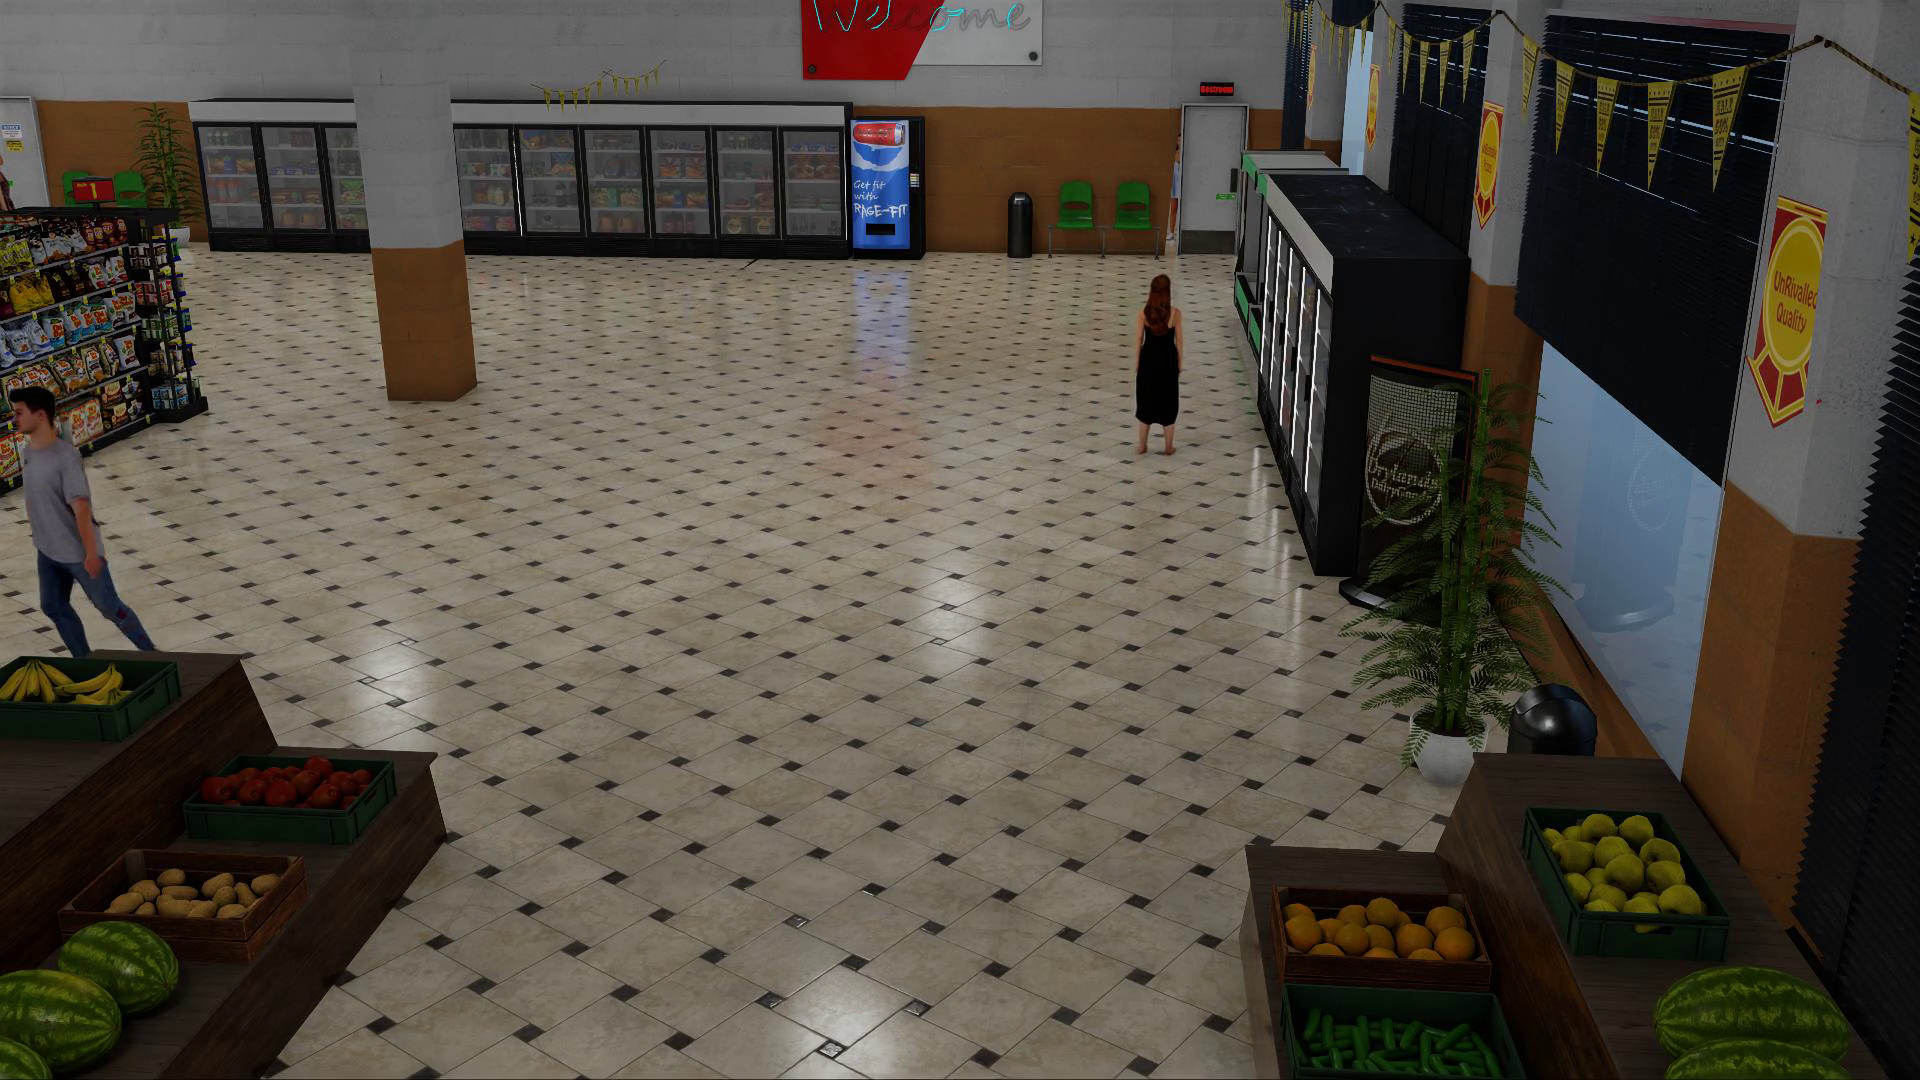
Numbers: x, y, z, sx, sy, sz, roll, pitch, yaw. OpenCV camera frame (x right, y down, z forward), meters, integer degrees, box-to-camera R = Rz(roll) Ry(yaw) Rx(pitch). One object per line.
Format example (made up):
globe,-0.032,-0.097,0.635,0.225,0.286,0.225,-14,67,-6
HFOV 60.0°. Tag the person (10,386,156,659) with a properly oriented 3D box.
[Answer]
person,-5.198,0.013,9.843,0.932,1.859,0.978,8,20,23

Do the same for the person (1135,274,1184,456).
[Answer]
person,1.773,-1.571,14.910,0.582,1.624,0.579,3,19,9
